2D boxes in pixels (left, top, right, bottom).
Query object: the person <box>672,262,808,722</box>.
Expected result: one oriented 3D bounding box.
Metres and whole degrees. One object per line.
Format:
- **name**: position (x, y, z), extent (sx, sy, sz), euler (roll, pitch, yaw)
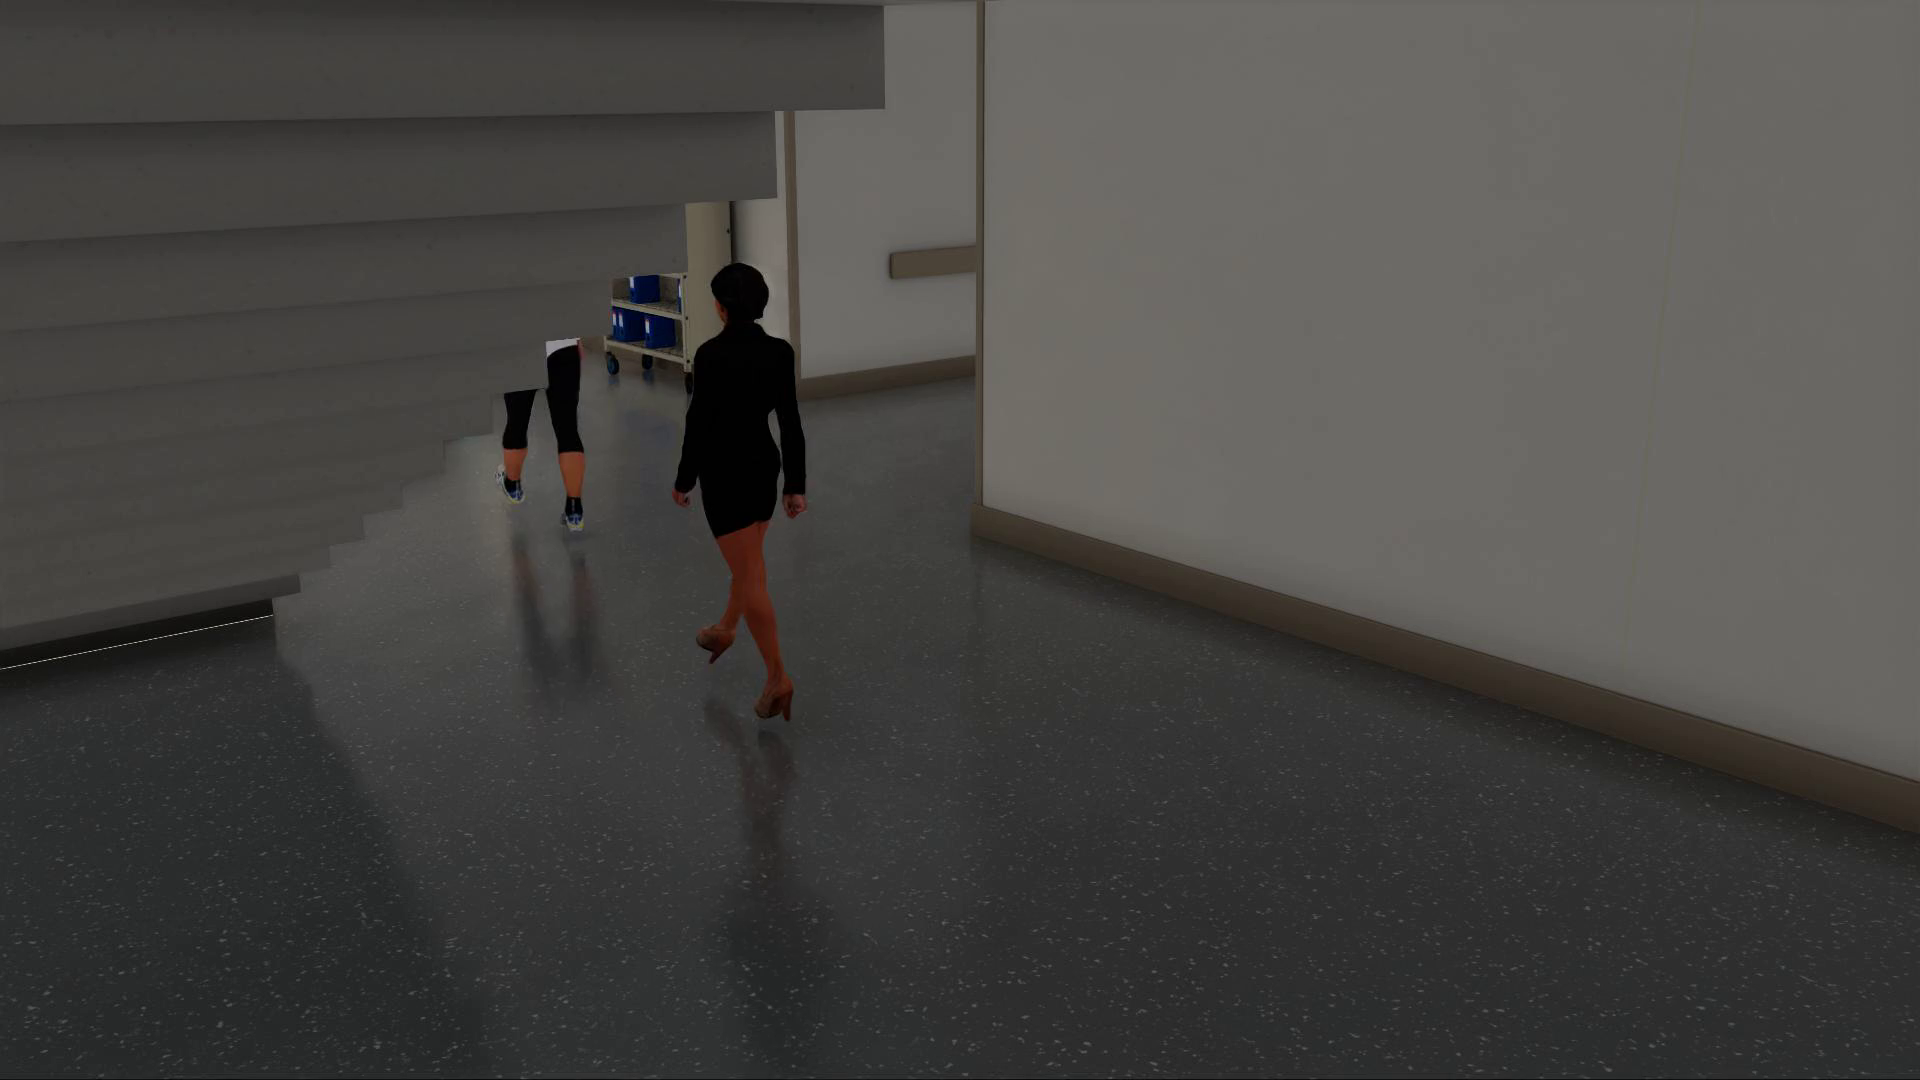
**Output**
- **person**: position (-0.725, -0.129, 5.876), extent (0.560, 1.601, 1.005), euler (-13, 20, -39)
